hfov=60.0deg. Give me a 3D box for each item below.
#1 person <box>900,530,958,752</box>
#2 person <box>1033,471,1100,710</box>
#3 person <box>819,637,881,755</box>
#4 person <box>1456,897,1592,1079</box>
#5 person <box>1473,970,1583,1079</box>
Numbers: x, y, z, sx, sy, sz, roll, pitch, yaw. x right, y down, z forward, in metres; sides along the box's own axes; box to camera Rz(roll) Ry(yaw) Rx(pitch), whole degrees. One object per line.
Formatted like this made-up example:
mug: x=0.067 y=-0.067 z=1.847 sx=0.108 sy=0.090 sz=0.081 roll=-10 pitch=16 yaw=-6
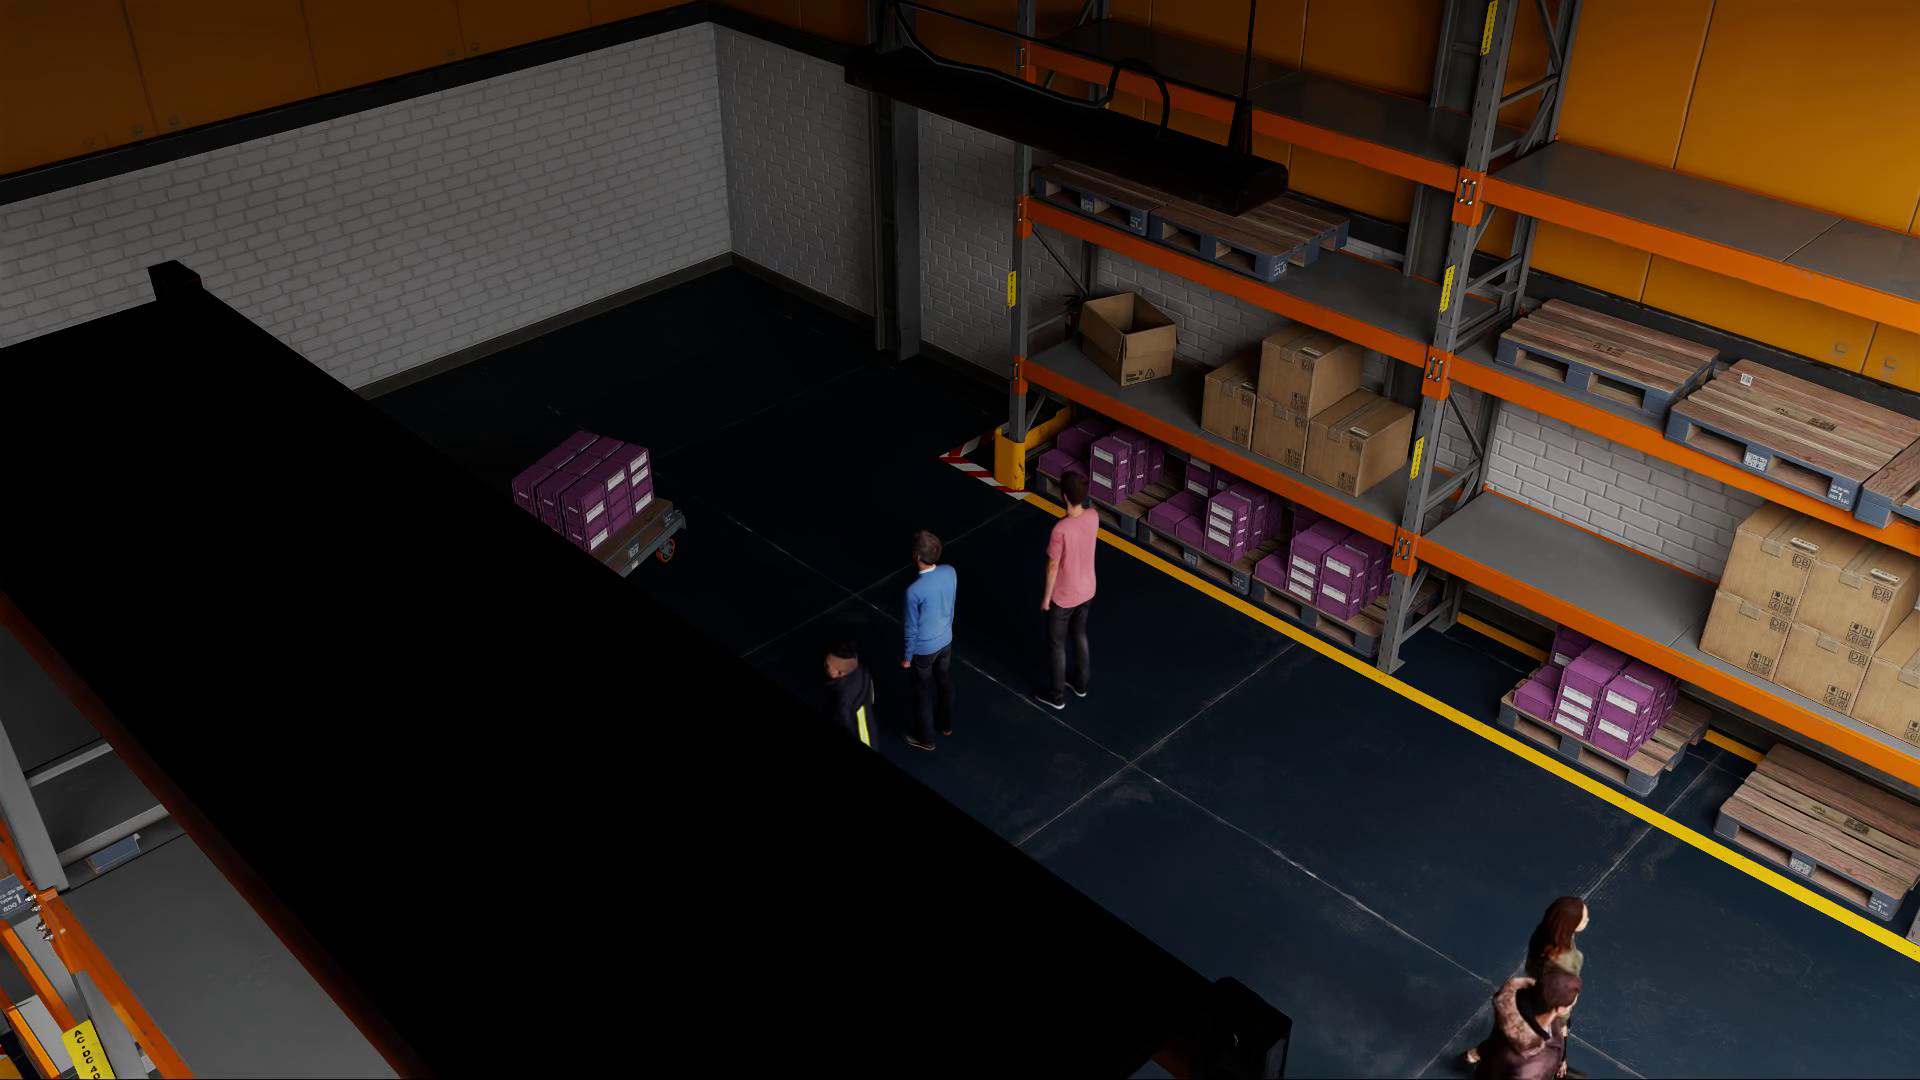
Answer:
person: x=-0.218 y=0.706 z=11.891 sx=0.563 sy=1.820 sz=0.653 roll=27 pitch=42 yaw=34
person: x=0.821 y=0.378 z=12.261 sx=0.626 sy=1.956 sz=0.545 roll=-29 pitch=43 yaw=-36
person: x=-0.644 y=1.391 z=10.844 sx=1.102 sy=1.838 sz=1.013 roll=6 pitch=34 yaw=8
person: x=3.246 y=2.586 z=9.403 sx=1.095 sy=1.445 sz=0.934 roll=6 pitch=34 yaw=10
person: x=2.763 y=2.881 z=8.645 sx=1.265 sy=1.792 sz=1.137 roll=6 pitch=34 yaw=8
